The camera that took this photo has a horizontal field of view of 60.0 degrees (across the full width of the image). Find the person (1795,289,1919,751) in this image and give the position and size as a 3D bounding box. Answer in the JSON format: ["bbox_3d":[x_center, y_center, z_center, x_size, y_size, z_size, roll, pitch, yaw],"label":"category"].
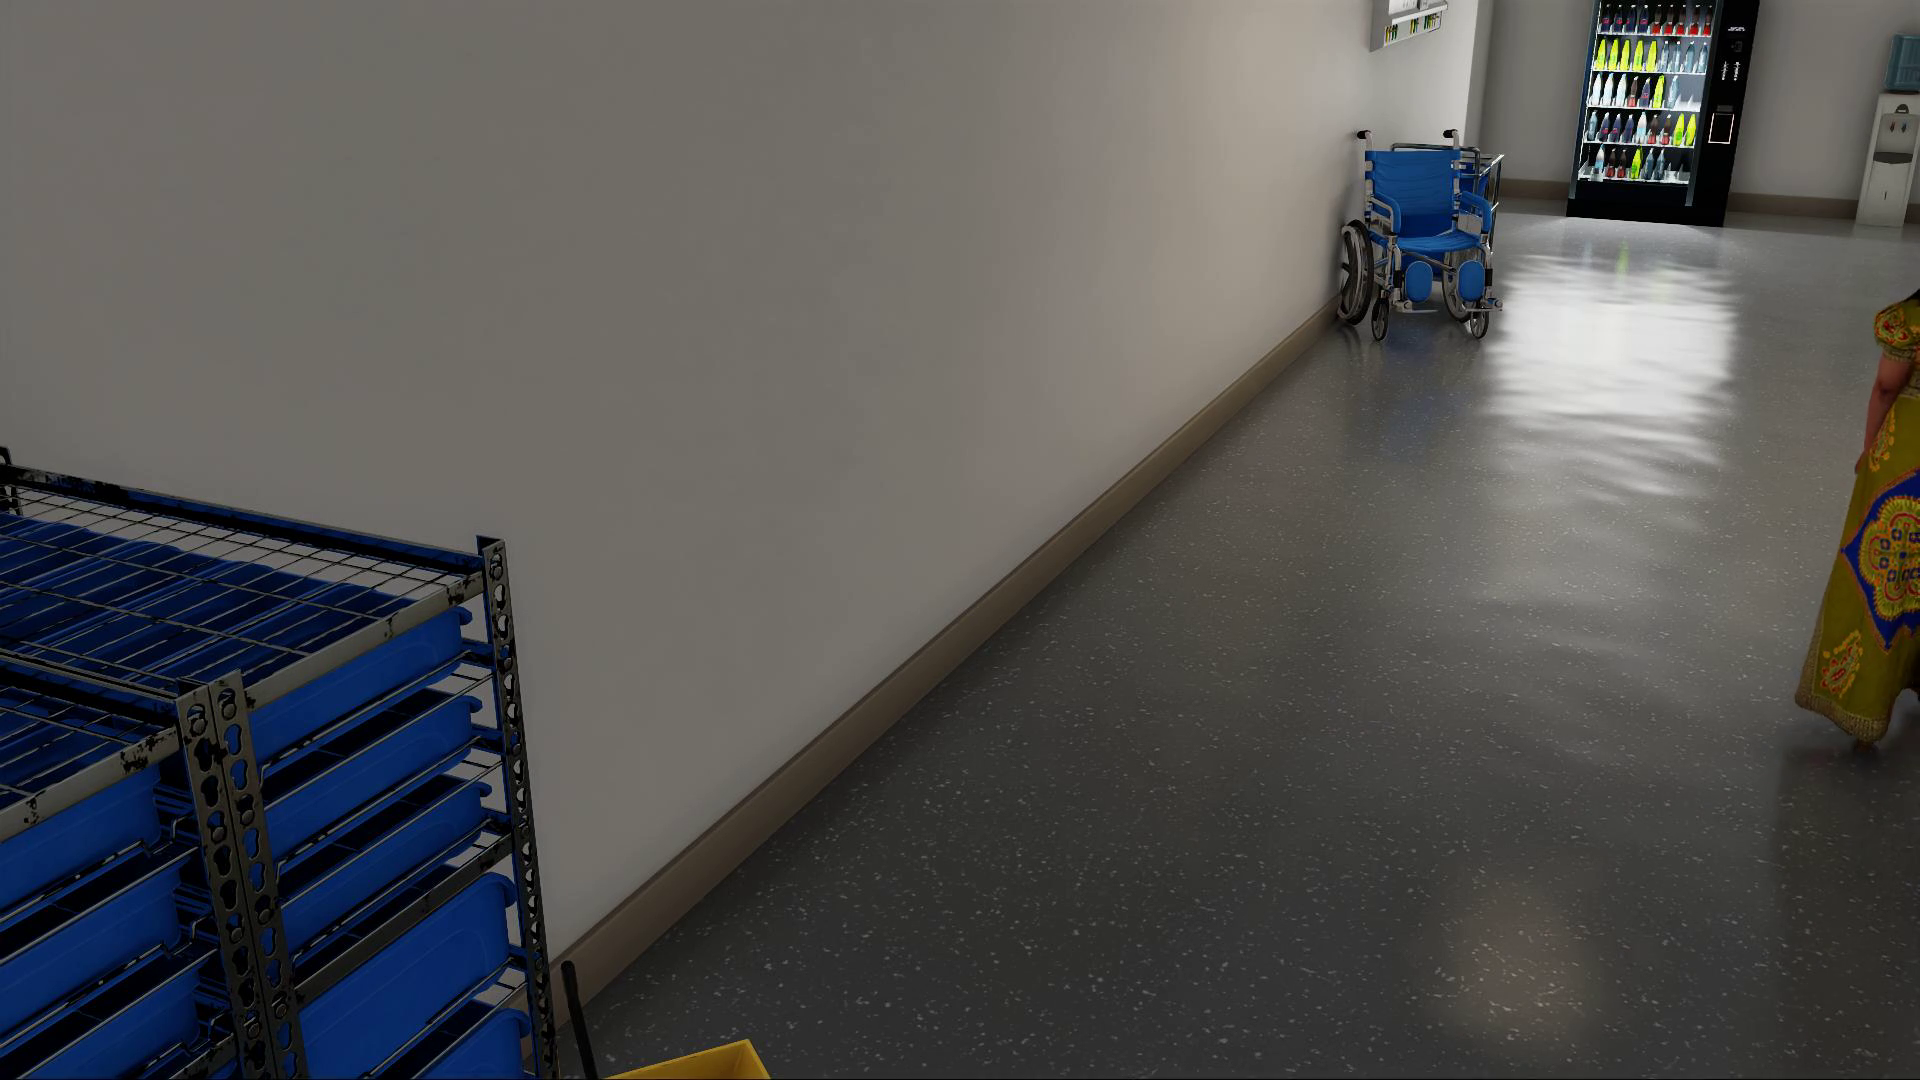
[{"bbox_3d":[2.869,-0.136,4.853,1.079,1.635,0.806,10,23,24],"label":"person"}]
